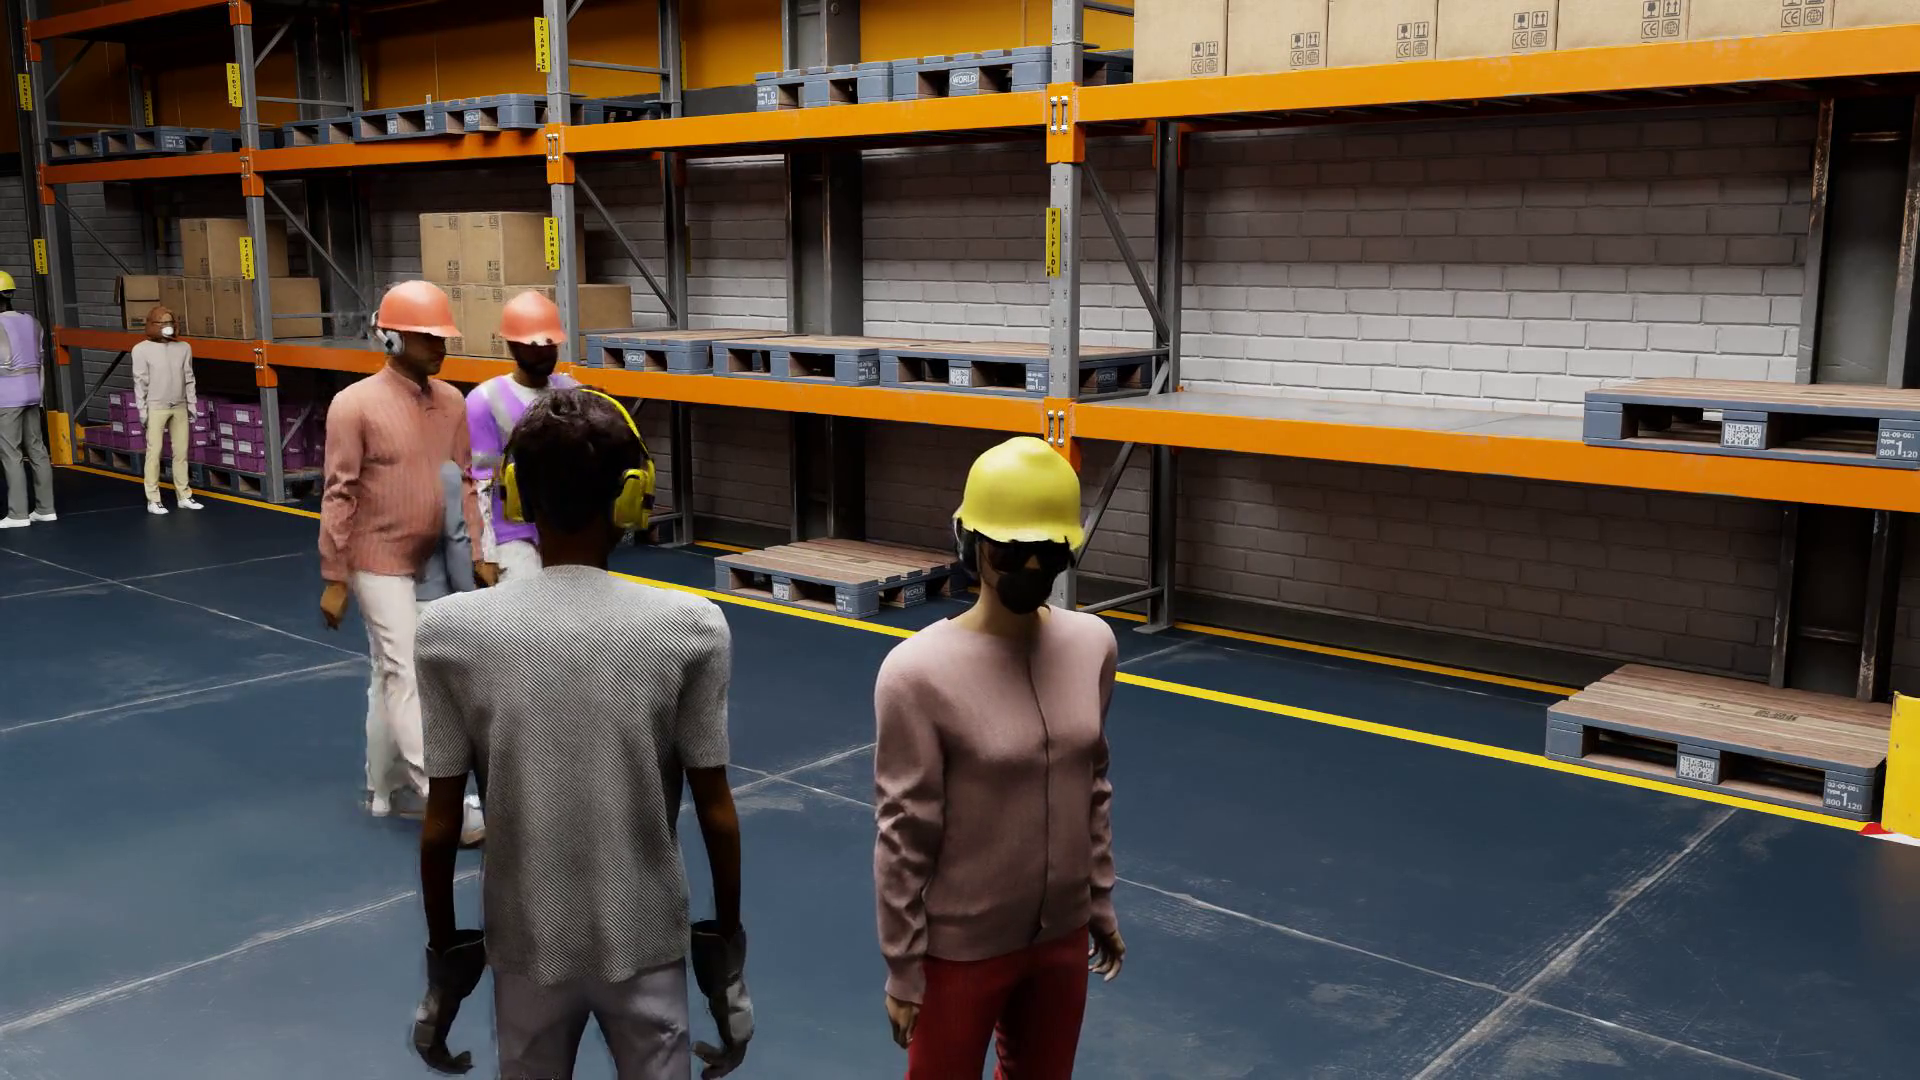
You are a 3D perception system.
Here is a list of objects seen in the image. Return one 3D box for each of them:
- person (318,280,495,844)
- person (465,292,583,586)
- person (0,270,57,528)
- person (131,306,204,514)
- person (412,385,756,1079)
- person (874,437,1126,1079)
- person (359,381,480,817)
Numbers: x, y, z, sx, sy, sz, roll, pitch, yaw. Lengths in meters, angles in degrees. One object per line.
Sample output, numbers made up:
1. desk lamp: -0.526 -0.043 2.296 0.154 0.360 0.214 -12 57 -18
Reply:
1. person: -1.863 0.090 5.849 0.915 1.950 0.623 4 11 20
2. person: -1.688 -0.019 6.589 0.536 1.908 0.543 8 13 39
3. person: -7.072 -1.048 12.404 0.397 1.918 0.588 2 10 12
4. person: -6.234 -1.018 13.070 0.284 1.625 0.492 6 12 32
5. person: -0.622 0.689 2.696 0.571 1.860 0.311 -1 10 -6
6. person: 0.089 0.695 2.910 0.533 1.765 0.322 -8 13 -38
7. person: -1.980 0.216 6.022 0.507 1.628 0.276 3 11 19
